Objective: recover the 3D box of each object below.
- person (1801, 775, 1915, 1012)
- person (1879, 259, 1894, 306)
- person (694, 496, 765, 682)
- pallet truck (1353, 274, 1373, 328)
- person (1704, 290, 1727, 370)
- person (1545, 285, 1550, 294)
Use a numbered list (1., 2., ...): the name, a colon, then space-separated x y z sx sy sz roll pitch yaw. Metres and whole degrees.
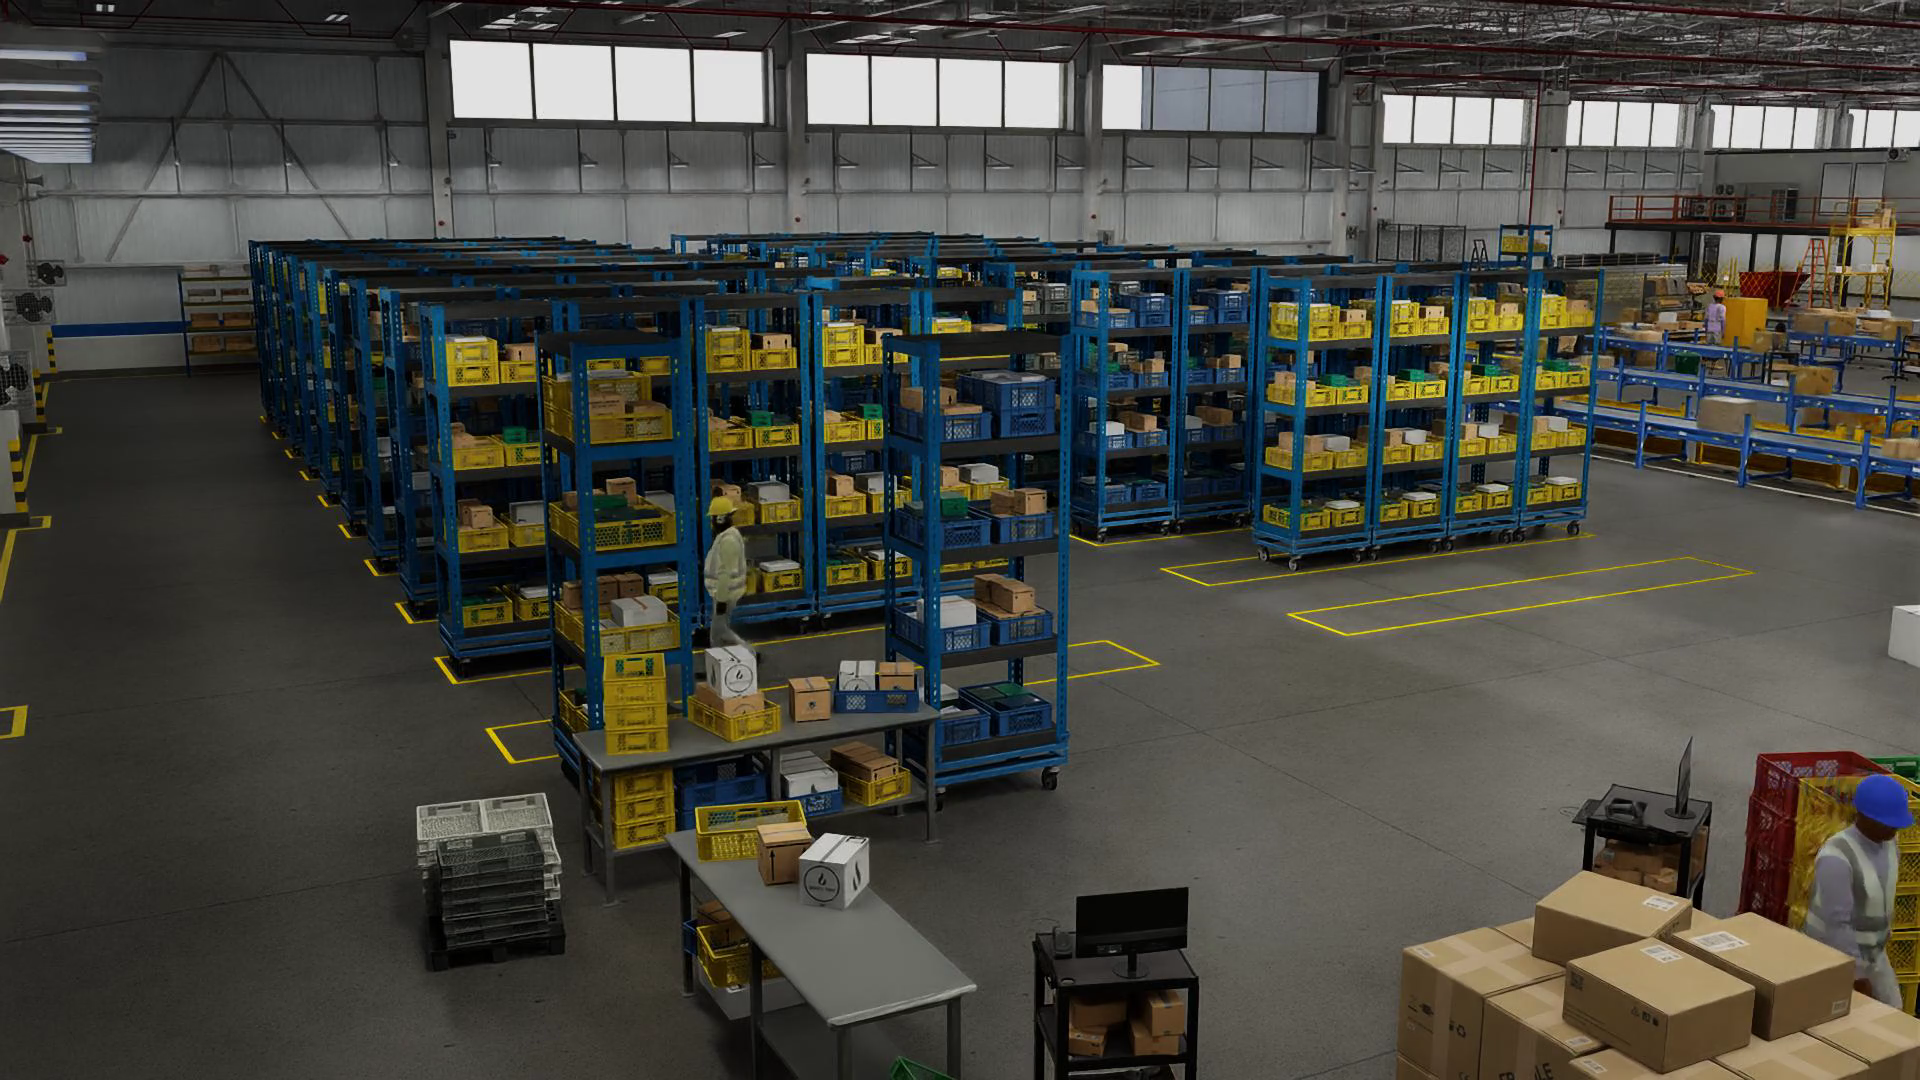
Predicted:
1. person: 4.462 2.061 8.154 0.612 1.906 0.858 -7 14 -29
2. person: 36.167 -10.025 64.856 0.508 1.837 0.342 -8 14 -33
3. person: -2.218 0.480 15.765 0.630 1.809 0.626 -2 12 -8
4. pallet truck: 13.011 -8.050 55.243 0.823 1.965 1.885 -7 14 -28
5. person: 19.432 -5.401 42.746 0.388 2.041 0.615 -5 13 -22
6. person: 16.917 -6.473 48.222 1.054 1.851 0.638 -3 13 -15
